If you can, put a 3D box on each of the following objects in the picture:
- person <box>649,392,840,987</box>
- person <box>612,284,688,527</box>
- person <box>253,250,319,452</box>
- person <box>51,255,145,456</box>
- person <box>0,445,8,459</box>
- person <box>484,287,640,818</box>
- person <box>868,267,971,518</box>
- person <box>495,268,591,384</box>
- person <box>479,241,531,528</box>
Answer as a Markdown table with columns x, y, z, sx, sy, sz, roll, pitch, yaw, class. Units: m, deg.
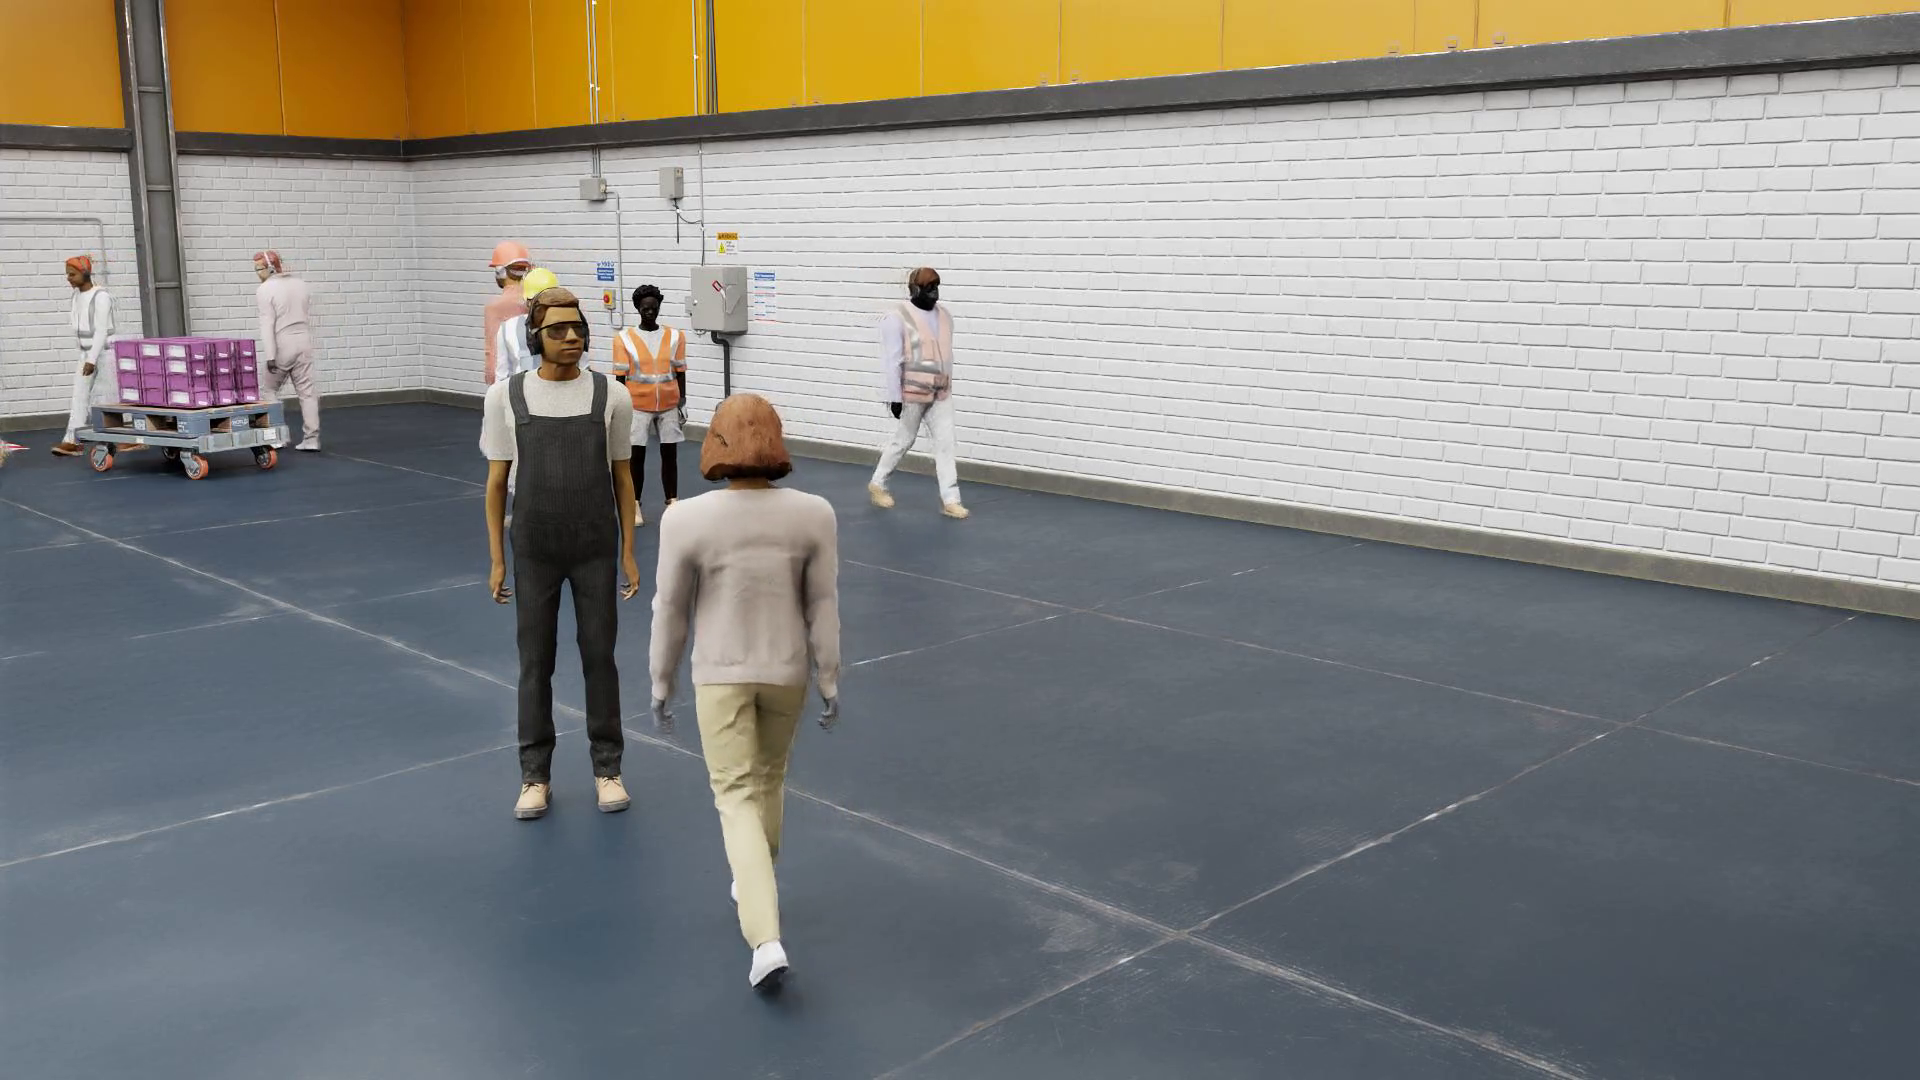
| x | y | z | sx | sy | sz | roll | pitch | yaw | class |
| --- | --- | --- | --- | --- | --- | --- | --- | --- | --- |
| -0.578 | 0.393 | 4.601 | 0.531 | 1.595 | 0.819 | -4 | 11 | -21 | person |
| -2.149 | -0.931 | 11.580 | 0.530 | 1.689 | 0.321 | -5 | 11 | -24 | person |
| -6.342 | -1.748 | 15.505 | 0.727 | 1.874 | 0.676 | 5 | 12 | 26 | person |
| -7.980 | -1.687 | 15.329 | 0.597 | 1.839 | 0.861 | 6 | 12 | 29 | person |
| -8.368 | -1.408 | 13.914 | 0.633 | 1.801 | 0.957 | 2 | 11 | 9 | person |
| -1.381 | 0.050 | 5.803 | 0.513 | 1.846 | 0.335 | -3 | 11 | -15 | person |
| -0.322 | -1.084 | 12.119 | 0.640 | 1.810 | 0.910 | -9 | 13 | -39 | person |
| -2.585 | -0.774 | 10.363 | 0.588 | 1.822 | 0.403 | -3 | 11 | -14 | person |
| -3.032 | -1.038 | 11.354 | 0.414 | 1.978 | 0.621 | 6 | 12 | 30 | person |
